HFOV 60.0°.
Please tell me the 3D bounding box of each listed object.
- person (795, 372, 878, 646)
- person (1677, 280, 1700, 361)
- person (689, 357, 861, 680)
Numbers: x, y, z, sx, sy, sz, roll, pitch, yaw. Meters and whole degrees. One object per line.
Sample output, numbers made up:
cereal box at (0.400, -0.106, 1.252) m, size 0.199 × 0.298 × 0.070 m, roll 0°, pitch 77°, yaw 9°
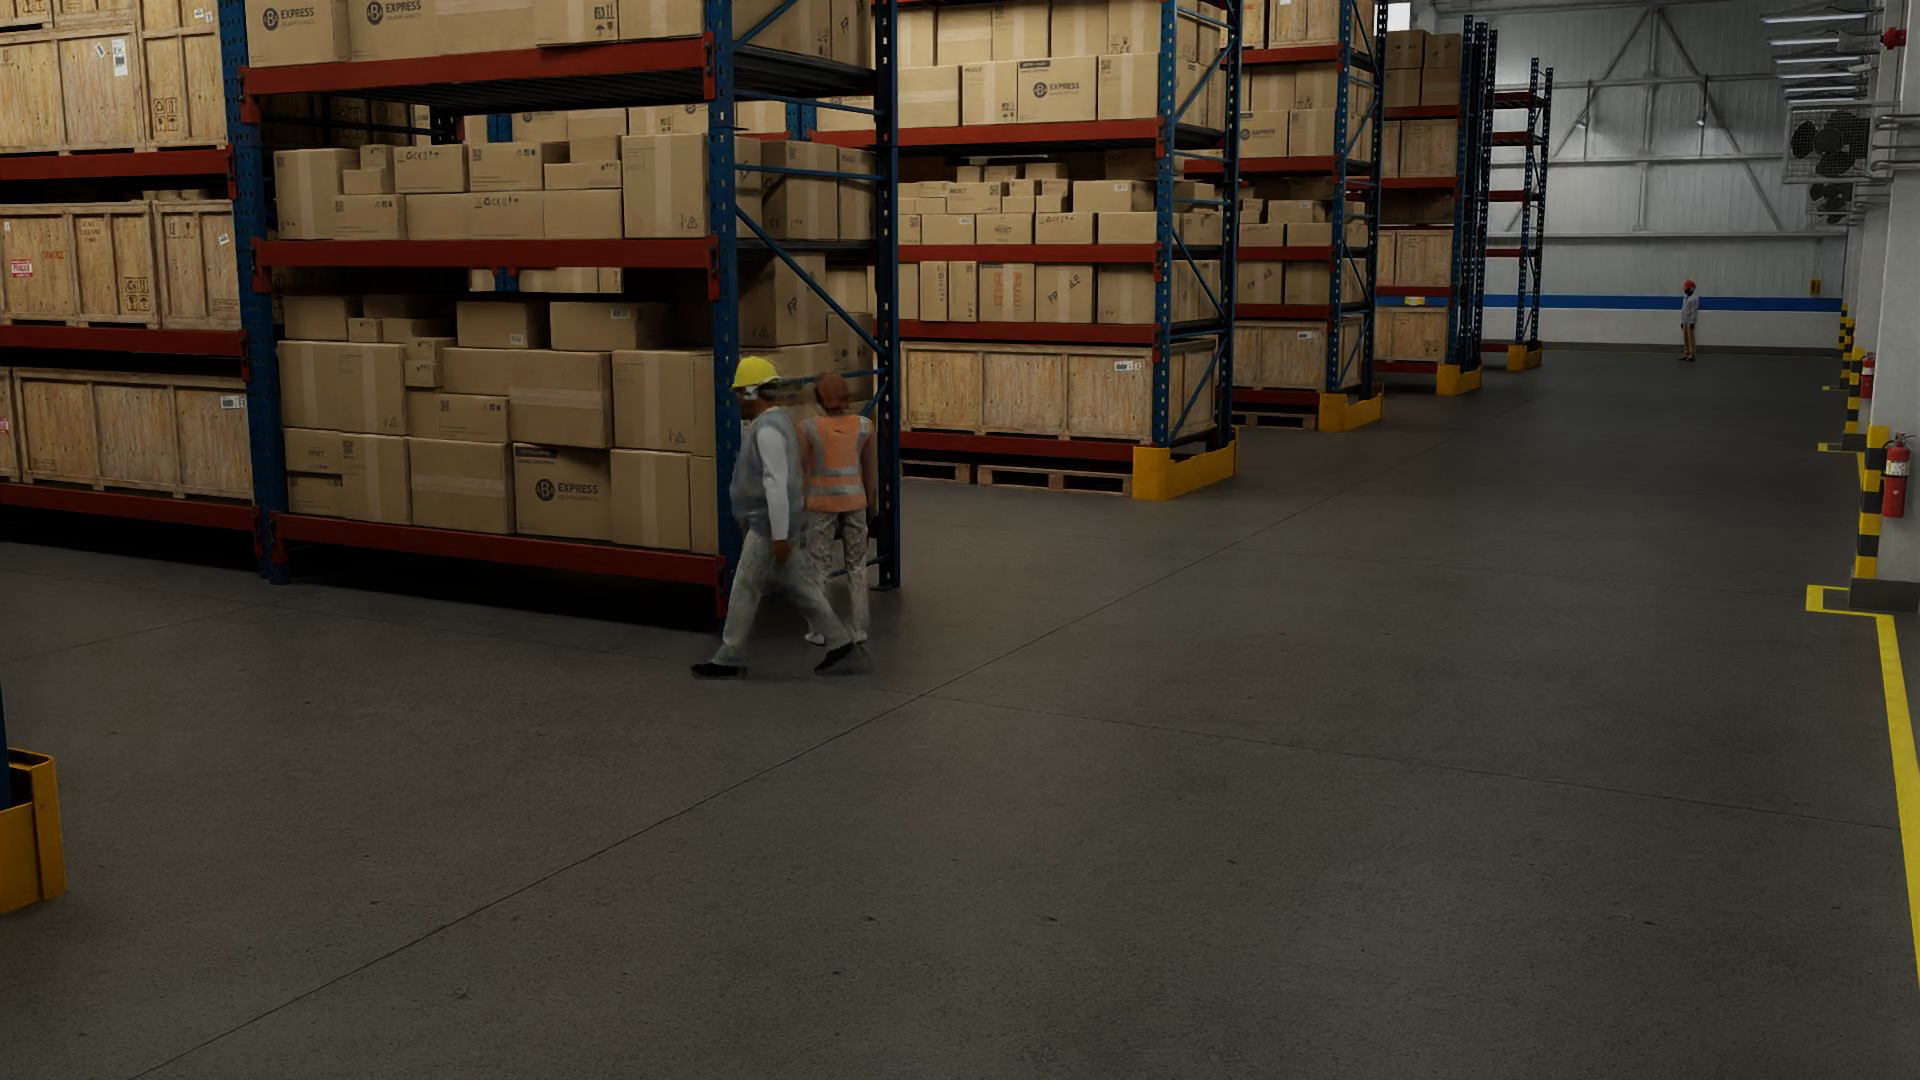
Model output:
person at (-0.734, -0.178, 9.891) m, size 0.524 × 1.631 × 0.313 m, roll -4°, pitch 10°, yaw -20°
person at (15.711, -4.727, 35.902) m, size 0.355 × 1.744 × 0.565 m, roll 0°, pitch 10°, yaw 0°
person at (-0.990, -0.113, 9.117) m, size 0.927 × 1.781 × 0.603 m, roll -1°, pitch 10°, yaw -3°
